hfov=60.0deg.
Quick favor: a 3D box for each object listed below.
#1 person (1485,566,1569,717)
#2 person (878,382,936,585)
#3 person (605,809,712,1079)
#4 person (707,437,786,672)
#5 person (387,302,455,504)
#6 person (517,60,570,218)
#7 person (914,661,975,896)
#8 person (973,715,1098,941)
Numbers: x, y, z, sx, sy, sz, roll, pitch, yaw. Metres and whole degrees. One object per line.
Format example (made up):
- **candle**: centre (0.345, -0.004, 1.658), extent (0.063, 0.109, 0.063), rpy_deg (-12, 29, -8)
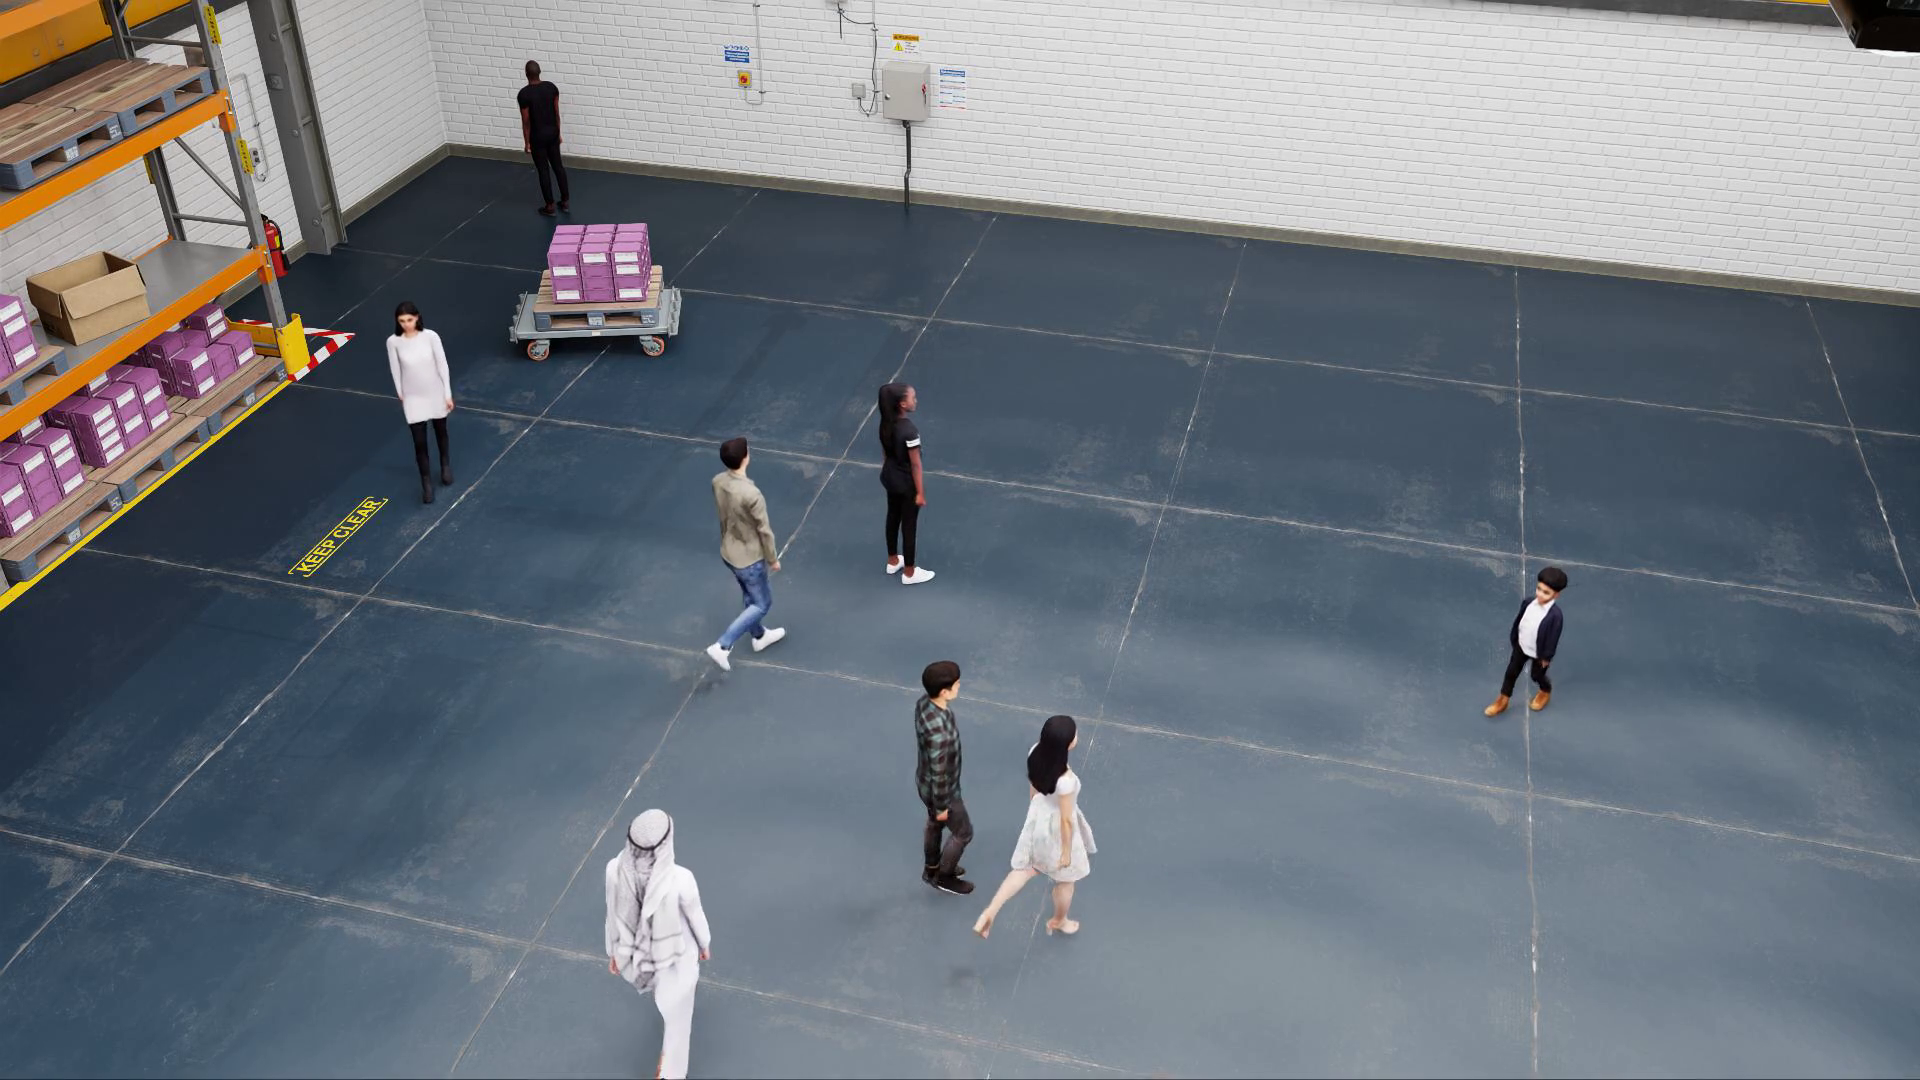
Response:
- **person**: centre (4.115, 0.717, 11.793), extent (0.856, 1.205, 0.783), rpy_deg (-20, 38, -27)
- **person**: centre (-0.453, -0.455, 13.080), extent (0.757, 1.732, 0.708), rpy_deg (-21, 39, -28)
- **person**: centre (-1.621, 2.278, 8.832), extent (0.700, 1.883, 1.208), rpy_deg (7, 34, 10)
- **person**: centre (-1.613, 0.132, 12.086), extent (1.130, 1.855, 1.012), rpy_deg (-25, 41, -32)
- **person**: centre (-4.568, -1.277, 14.268), extent (0.861, 1.785, 0.964), rpy_deg (-11, 35, -16)
- **person**: centre (-4.838, -4.674, 19.349), extent (0.703, 1.819, 0.811), rpy_deg (-26, 41, -33)
- **person**: centre (-0.172, 1.462, 10.111), extent (0.824, 1.709, 0.685), rpy_deg (-5, 34, -7)
- **person**: centre (0.457, 1.763, 9.720), extent (1.065, 1.757, 1.014), rpy_deg (-16, 37, -23)
